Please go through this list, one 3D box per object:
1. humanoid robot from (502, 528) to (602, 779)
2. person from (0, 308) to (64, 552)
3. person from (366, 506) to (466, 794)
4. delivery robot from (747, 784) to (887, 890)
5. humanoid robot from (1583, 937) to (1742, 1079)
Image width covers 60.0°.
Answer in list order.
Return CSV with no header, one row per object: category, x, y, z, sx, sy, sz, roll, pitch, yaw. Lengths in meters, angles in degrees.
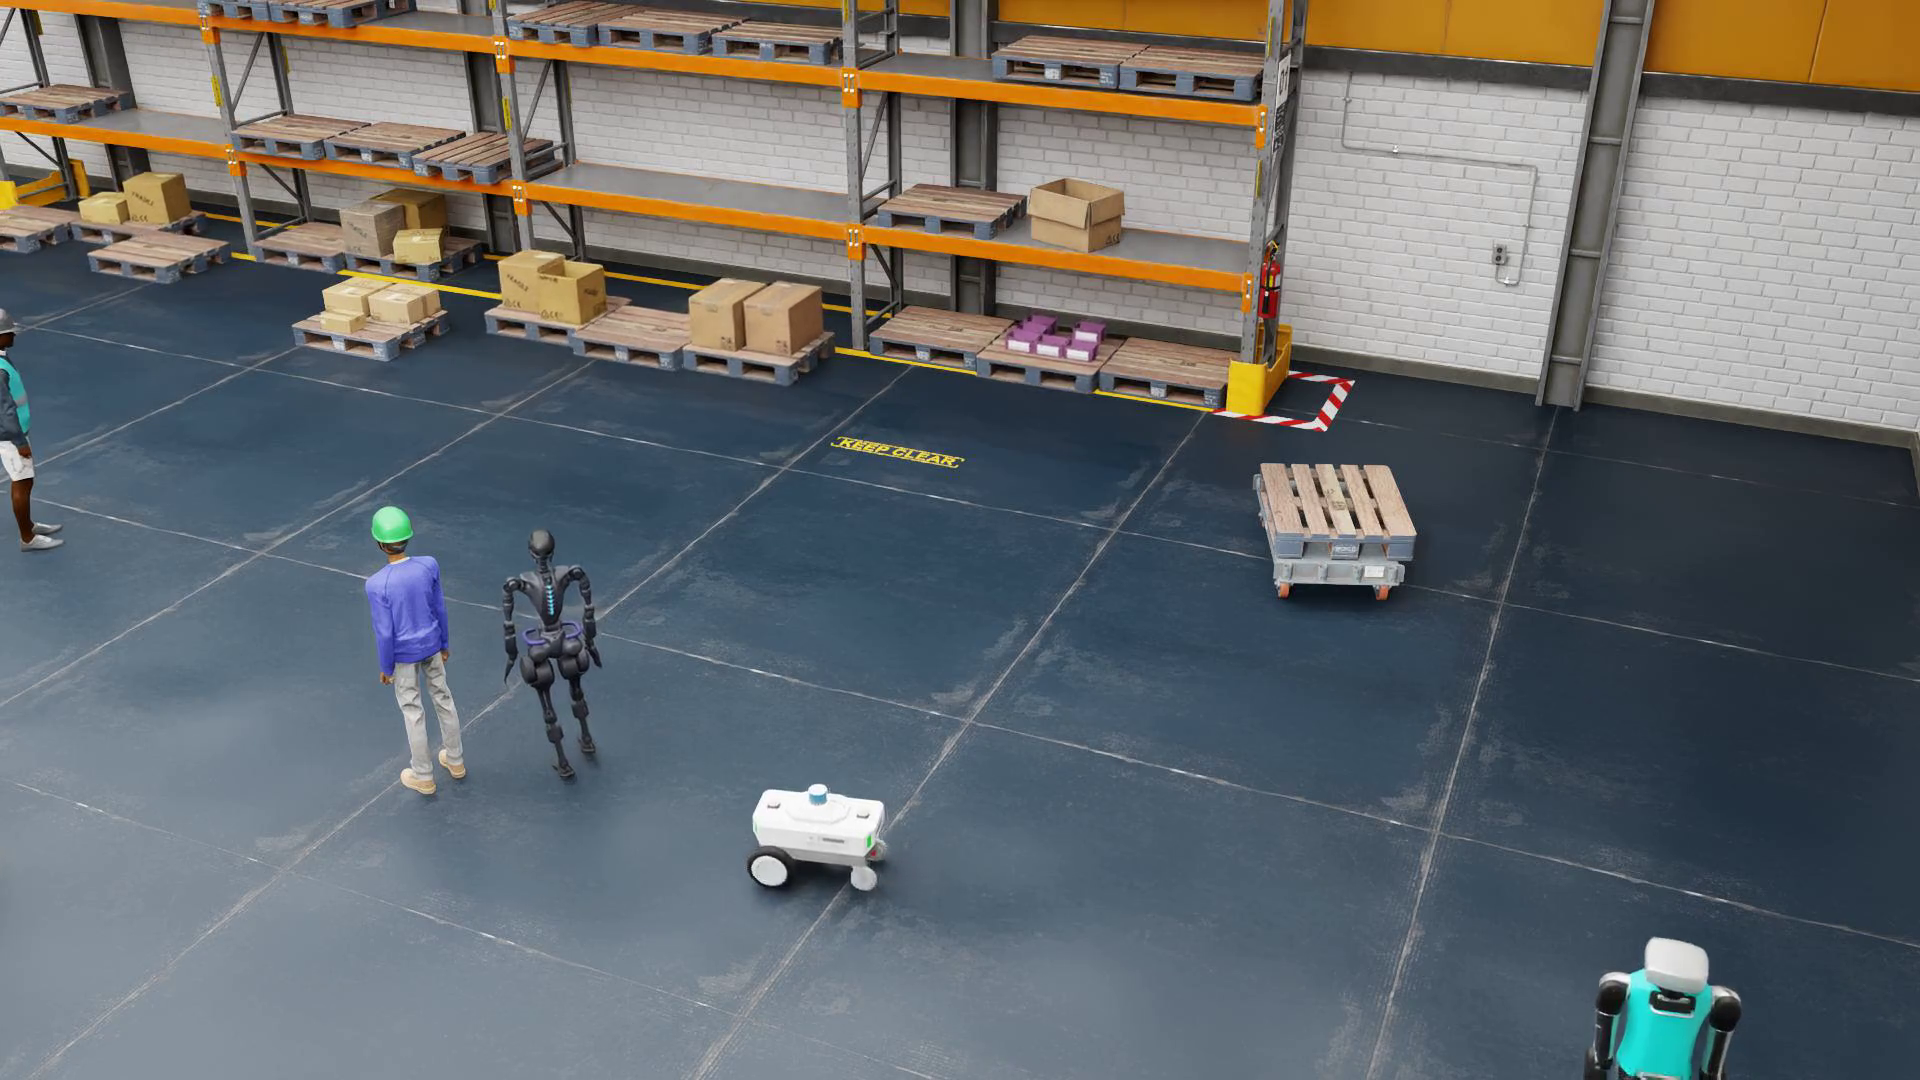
humanoid robot,-2.490,0.666,10.102,0.589,1.656,0.405,-13,30,-23
person,-7.270,-0.841,12.764,0.472,1.924,0.538,-14,30,-25
person,-3.257,0.656,9.914,0.341,1.872,0.467,23,35,37
delivery robot,-0.822,1.661,9.420,0.802,0.614,0.499,5,28,9
humanoid robot,2.716,2.494,6.552,0.541,1.771,1.030,7,28,13
